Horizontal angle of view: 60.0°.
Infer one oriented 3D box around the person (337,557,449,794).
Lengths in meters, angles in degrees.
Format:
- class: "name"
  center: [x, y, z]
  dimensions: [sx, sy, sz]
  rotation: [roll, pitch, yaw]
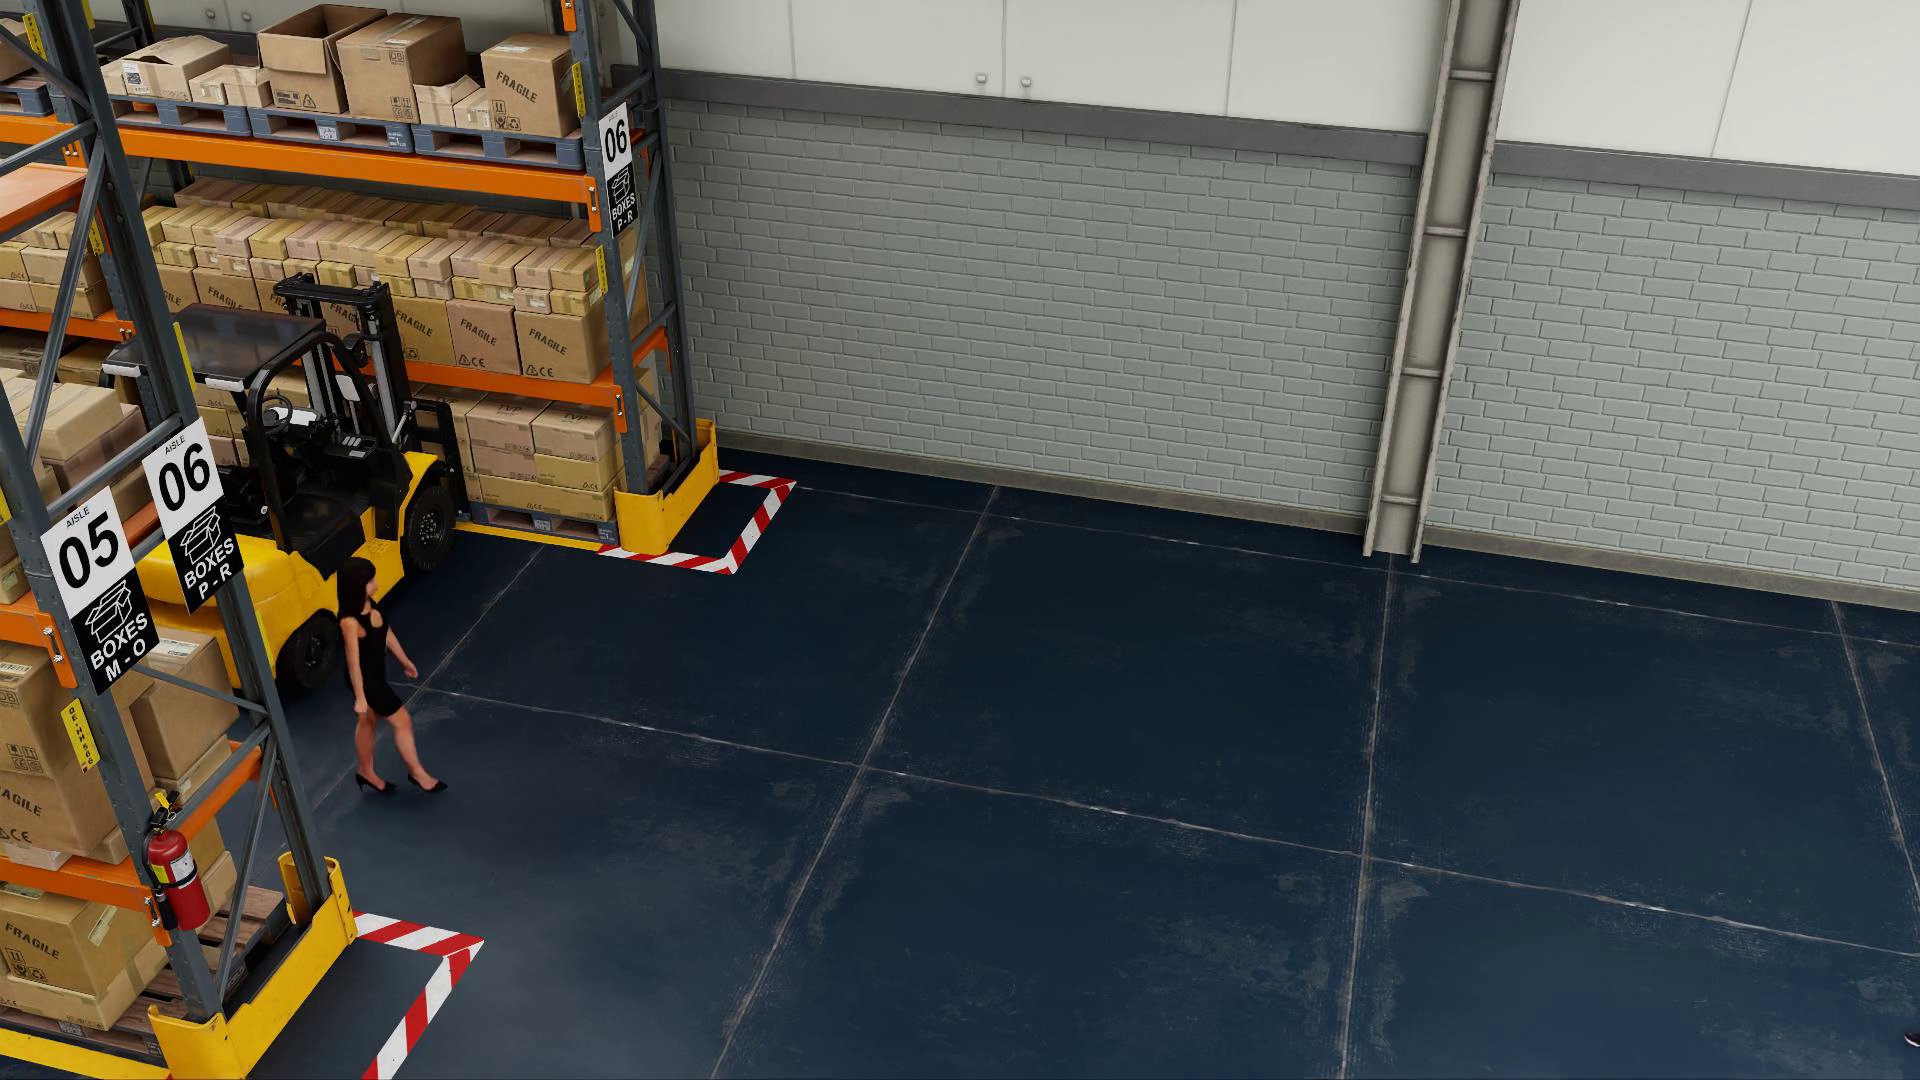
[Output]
- class: "person"
  center: [-3.456, 0.807, 9.503]
  dimensions: [0.842, 1.628, 0.705]
  rotation: [-4, 33, -7]
